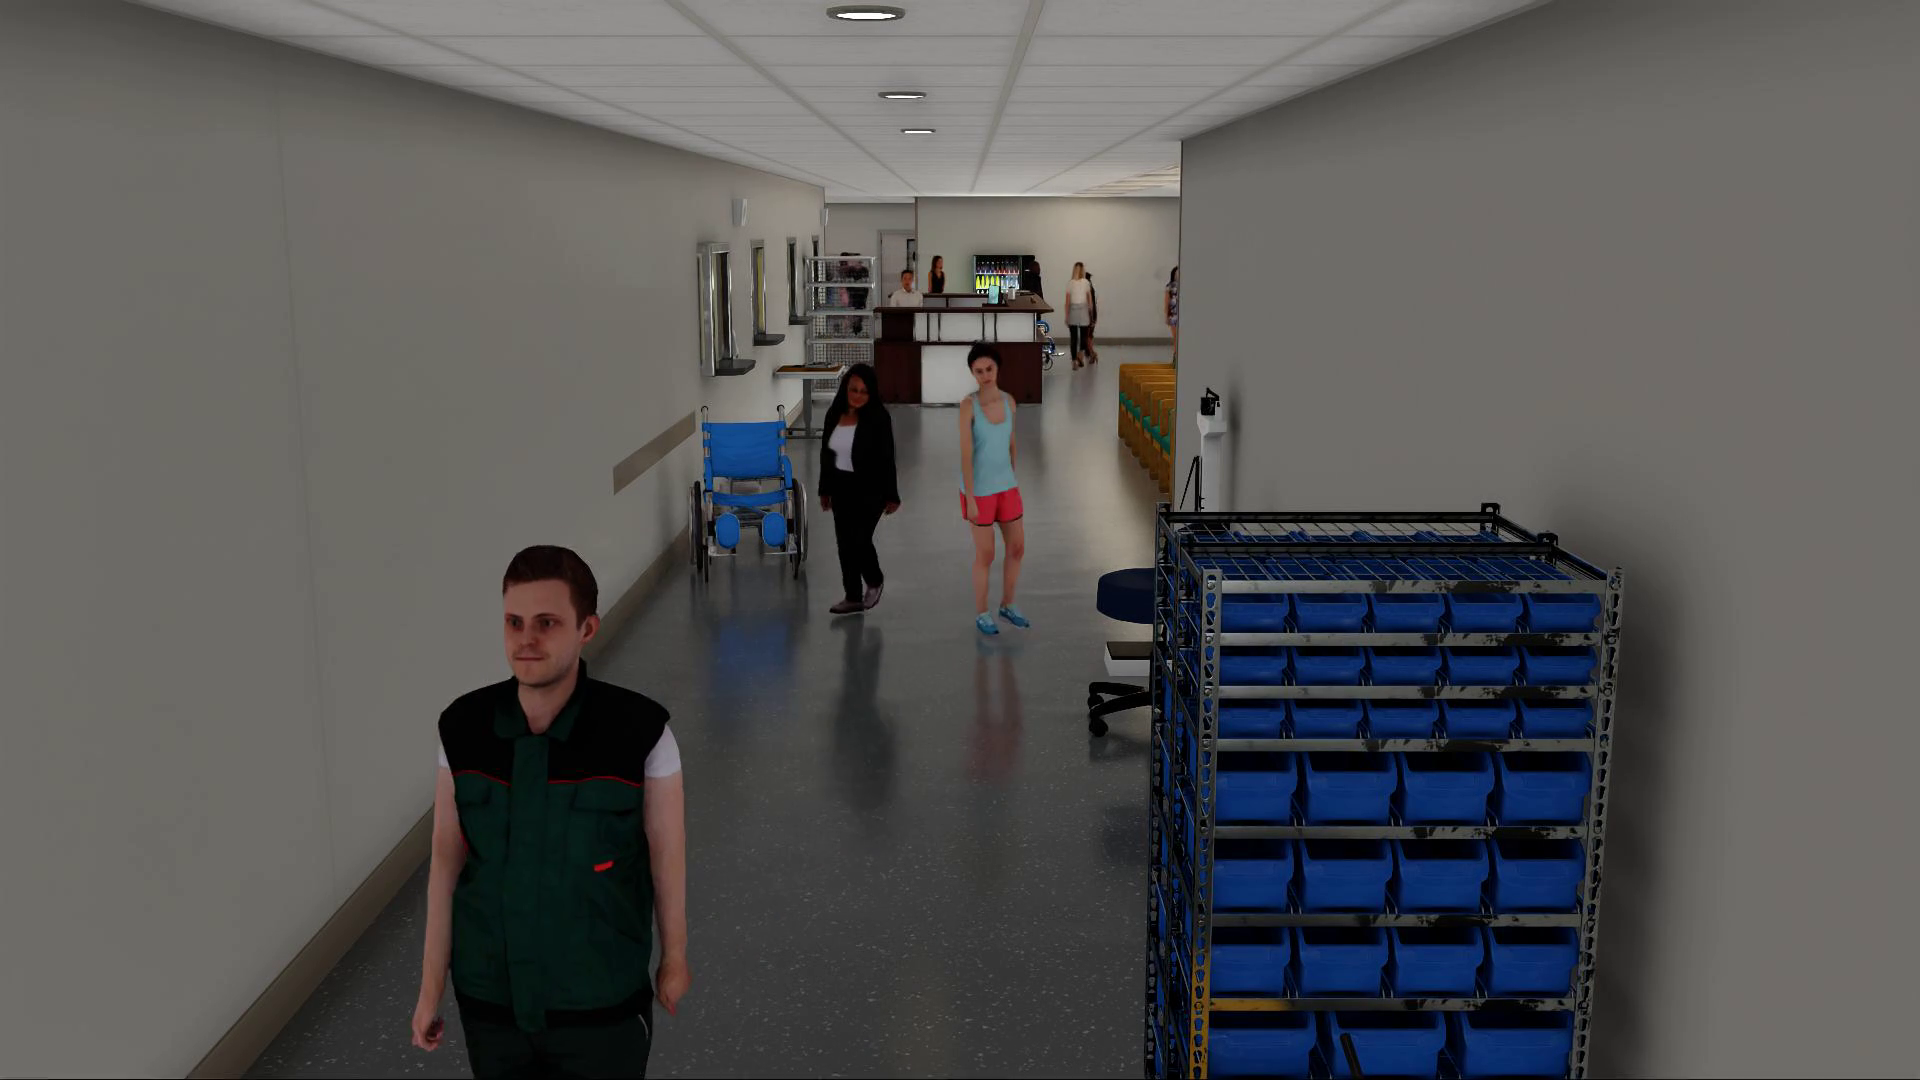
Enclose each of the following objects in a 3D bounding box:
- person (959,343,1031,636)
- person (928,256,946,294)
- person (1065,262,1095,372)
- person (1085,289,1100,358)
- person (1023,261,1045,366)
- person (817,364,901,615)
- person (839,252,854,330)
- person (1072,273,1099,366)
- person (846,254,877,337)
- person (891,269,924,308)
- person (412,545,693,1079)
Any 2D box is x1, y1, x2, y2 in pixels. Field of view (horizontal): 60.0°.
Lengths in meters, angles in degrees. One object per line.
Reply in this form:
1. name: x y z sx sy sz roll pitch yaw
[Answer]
1. person: 0.165 -0.271 9.815 0.831 1.738 0.740 10 14 41
2. person: -0.539 -4.596 32.465 1.155 1.792 1.075 -7 13 -33
3. person: 1.979 -3.714 27.773 0.807 1.809 0.754 1 11 3
4. person: 2.450 -4.069 31.056 0.537 1.281 0.535 2 11 11
5. person: 1.261 -3.989 29.184 0.624 1.822 0.710 1 11 5
6. person: -0.580 -0.311 10.412 0.800 1.595 0.894 7 13 33
7. person: -2.675 -5.886 39.237 0.697 1.801 0.689 7 13 31
8. person: 2.174 -3.758 28.596 1.057 1.588 0.964 -6 12 -30
9. person: -2.146 -5.079 35.004 1.242 1.794 1.145 -6 12 -29
10. person: -0.750 -2.962 23.809 0.597 1.809 0.784 -4 11 -19
11. person: -0.806 0.902 3.440 1.011 1.811 0.828 2 11 11
